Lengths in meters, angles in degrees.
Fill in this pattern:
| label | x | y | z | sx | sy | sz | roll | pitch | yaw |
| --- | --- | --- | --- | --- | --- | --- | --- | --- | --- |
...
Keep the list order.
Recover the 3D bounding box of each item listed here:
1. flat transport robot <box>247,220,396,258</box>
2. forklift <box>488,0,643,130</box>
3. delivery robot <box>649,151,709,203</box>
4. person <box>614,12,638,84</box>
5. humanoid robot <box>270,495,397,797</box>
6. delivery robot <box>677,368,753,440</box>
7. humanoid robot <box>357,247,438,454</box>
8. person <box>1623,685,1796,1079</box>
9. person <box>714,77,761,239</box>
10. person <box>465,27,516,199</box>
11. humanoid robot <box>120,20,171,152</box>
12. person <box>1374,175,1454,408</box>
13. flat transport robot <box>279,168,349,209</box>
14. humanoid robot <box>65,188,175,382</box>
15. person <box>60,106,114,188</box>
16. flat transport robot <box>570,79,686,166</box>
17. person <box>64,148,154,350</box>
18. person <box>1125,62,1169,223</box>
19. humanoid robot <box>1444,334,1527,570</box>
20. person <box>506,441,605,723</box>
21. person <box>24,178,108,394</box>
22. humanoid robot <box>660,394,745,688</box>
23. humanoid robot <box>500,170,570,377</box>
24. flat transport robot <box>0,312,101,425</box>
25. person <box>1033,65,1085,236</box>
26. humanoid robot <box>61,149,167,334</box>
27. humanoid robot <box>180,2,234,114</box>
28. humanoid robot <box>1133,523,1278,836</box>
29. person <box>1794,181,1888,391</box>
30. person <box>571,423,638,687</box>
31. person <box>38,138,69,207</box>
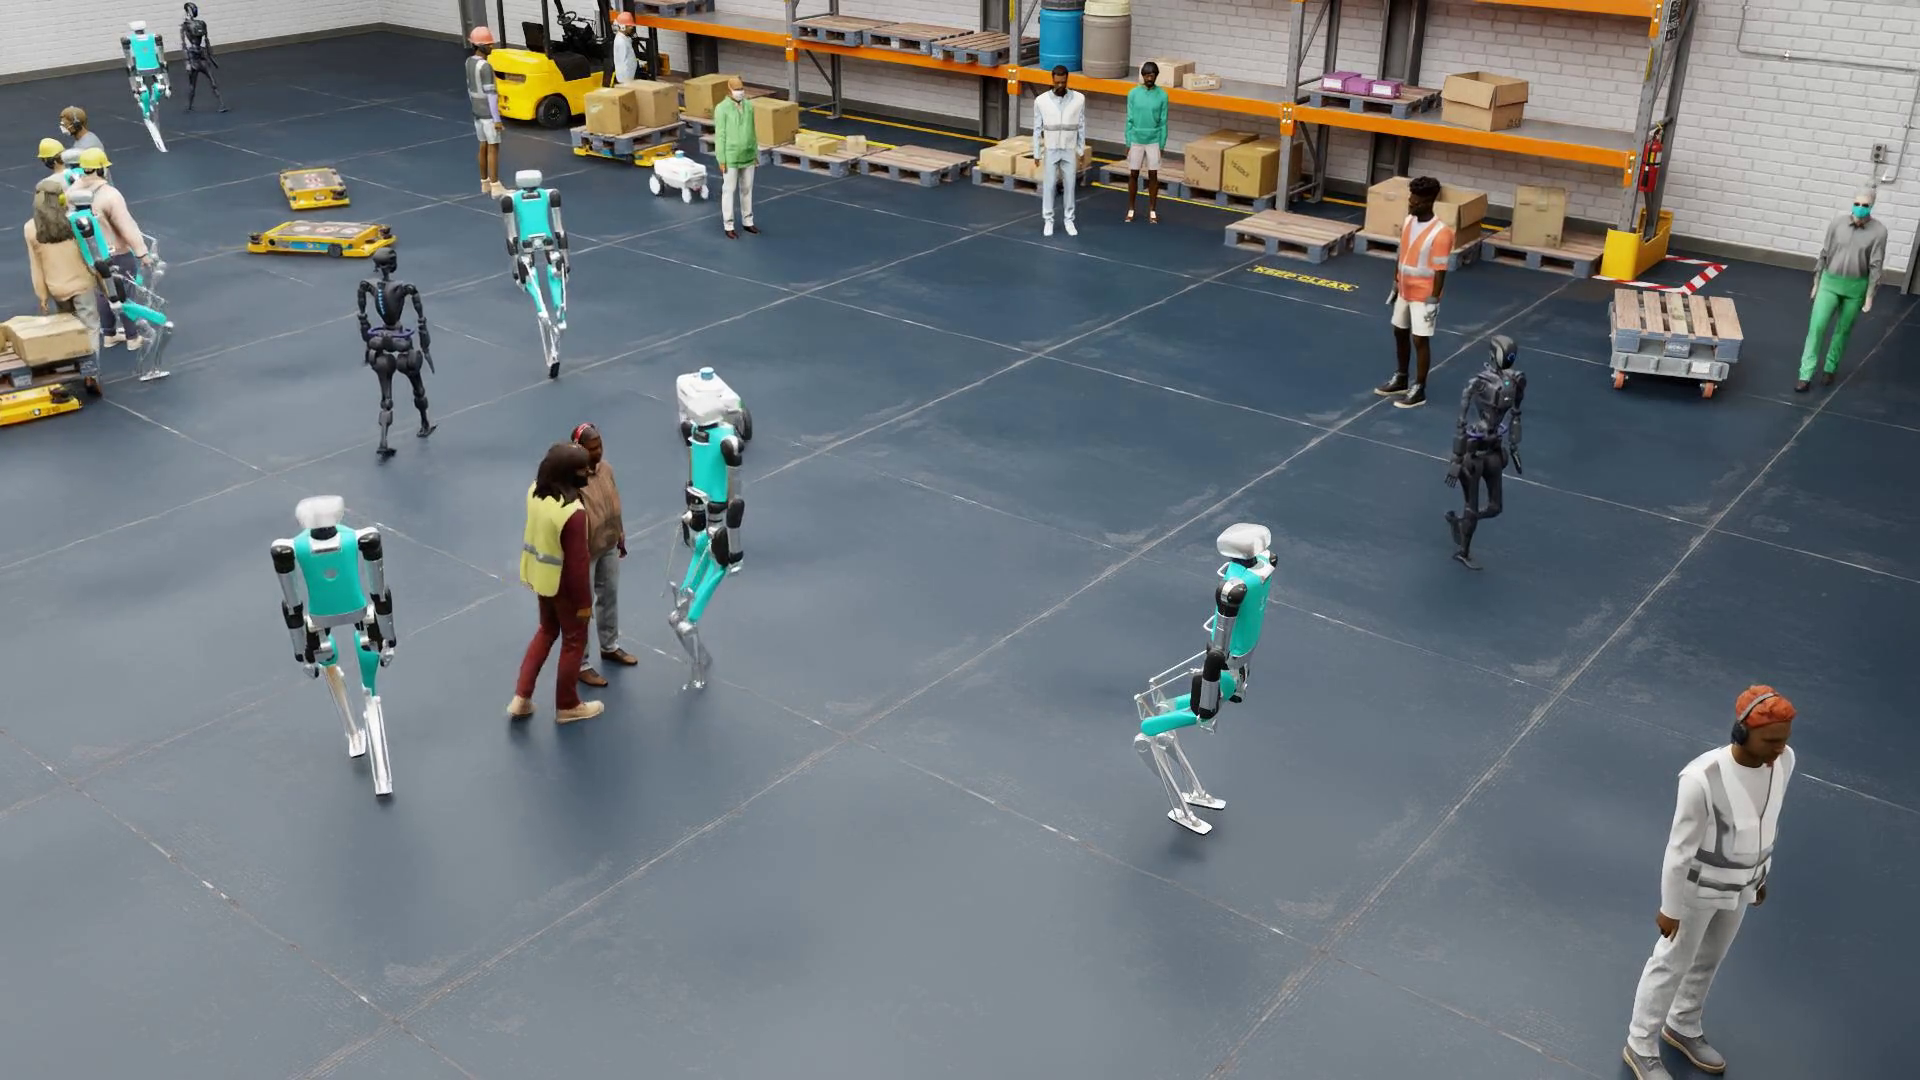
| label | x | y | z | sx | sy | sz | roll | pitch | yaw |
| --- | --- | --- | --- | --- | --- | --- | --- | --- | --- |
| flat transport robot | -7.103 | -3.350 | 18.507 | 1.431 | 0.231 | 0.659 | 4 | 26 | 8 |
| forklift | -5.874 | -7.334 | 24.552 | 1.214 | 2.155 | 2.313 | 19 | 32 | 34 |
| delivery robot | -3.470 | -4.512 | 20.593 | 0.499 | 0.601 | 0.788 | -23 | 34 | -39 |
| person | -4.670 | -6.537 | 23.419 | 0.351 | 1.737 | 0.571 | -4 | 26 | -9 |
| humanoid robot | -3.281 | 0.483 | 8.867 | 0.530 | 1.734 | 0.954 | -9 | 27 | -18 |
| delivery robot | -2.027 | -1.087 | 13.507 | 0.499 | 0.608 | 0.786 | -12 | 28 | -24 |
| humanoid robot | -4.479 | -1.499 | 13.129 | 0.589 | 1.653 | 0.771 | 3 | 26 | 6 |
| person | 3.076 | 1.415 | 6.782 | 0.583 | 1.882 | 0.337 | -12 | 28 | -24 |
| person | -2.506 | -4.317 | 18.771 | 0.550 | 1.781 | 0.384 | -21 | 33 | -37 |
| person | -5.766 | -5.228 | 20.361 | 0.393 | 2.042 | 0.609 | -18 | 31 | -33 |
| humanoid robot | -11.224 | -6.278 | 22.923 | 0.530 | 1.777 | 0.995 | -19 | 31 | -33 |
| person | 3.831 | -2.079 | 13.940 | 0.366 | 1.959 | 0.603 | -10 | 28 | -20 |
| flat transport robot | -8.011 | -4.362 | 20.604 | 0.659 | 0.231 | 1.431 | -12 | 28 | -23 |
| humanoid robot | -7.186 | -2.176 | 14.444 | 0.772 | 1.815 | 0.541 | -14 | 29 | -27 |
| person | -8.619 | -3.367 | 16.642 | 0.368 | 1.931 | 0.628 | -13 | 28 | -24 |
| flat transport robot | -4.480 | -5.290 | 22.527 | 1.431 | 0.231 | 0.659 | 16 | 30 | 30 |
| person | -7.814 | -2.646 | 15.233 | 0.820 | 1.854 | 0.434 | 7 | 27 | 15 |
| person | 2.164 | -4.629 | 19.350 | 0.498 | 1.843 | 0.400 | 4 | 26 | 8 |
| humanoid robot | 3.492 | -0.629 | 11.253 | 0.607 | 1.636 | 0.467 | -13 | 28 | -24 |
| person | -2.298 | 0.276 | 9.306 | 0.589 | 1.745 | 0.520 | -20 | 32 | -36 |
| person | -7.647 | -2.190 | 14.310 | 0.568 | 1.839 | 0.953 | -7 | 27 | -15 |
| humanoid robot | -1.599 | 0.075 | 9.758 | 0.706 | 1.814 | 0.550 | -20 | 32 | -36 |
| humanoid robot | -3.665 | -2.311 | 14.708 | 0.544 | 1.764 | 0.969 | -10 | 27 | -19 |
| flat transport robot | -8.147 | -1.323 | 14.311 | 0.659 | 0.231 | 1.431 | -20 | 32 | -36 |
| person | 1.120 | -4.405 | 18.816 | 0.596 | 1.908 | 0.411 | -3 | 26 | -7 |
| humanoid robot | -7.929 | -2.849 | 15.807 | 0.812 | 1.775 | 0.538 | -12 | 28 | -23 |
| humanoid robot | -11.435 | -7.222 | 24.958 | 0.774 | 1.626 | 0.602 | 9 | 27 | 18 |
| humanoid robot | 1.166 | 0.656 | 8.369 | 0.735 | 1.677 | 0.533 | 15 | 29 | 27 |
| person | 7.551 | -2.145 | 14.226 | 0.533 | 1.807 | 0.844 | 16 | 30 | 30 |
| person | -2.176 | 0.068 | 9.849 | 0.308 | 1.646 | 0.462 | 14 | 29 | 26 |
| person | -8.566 | -2.995 | 16.068 | 0.339 | 1.759 | 0.532 | 10 | 28 | 20 |
